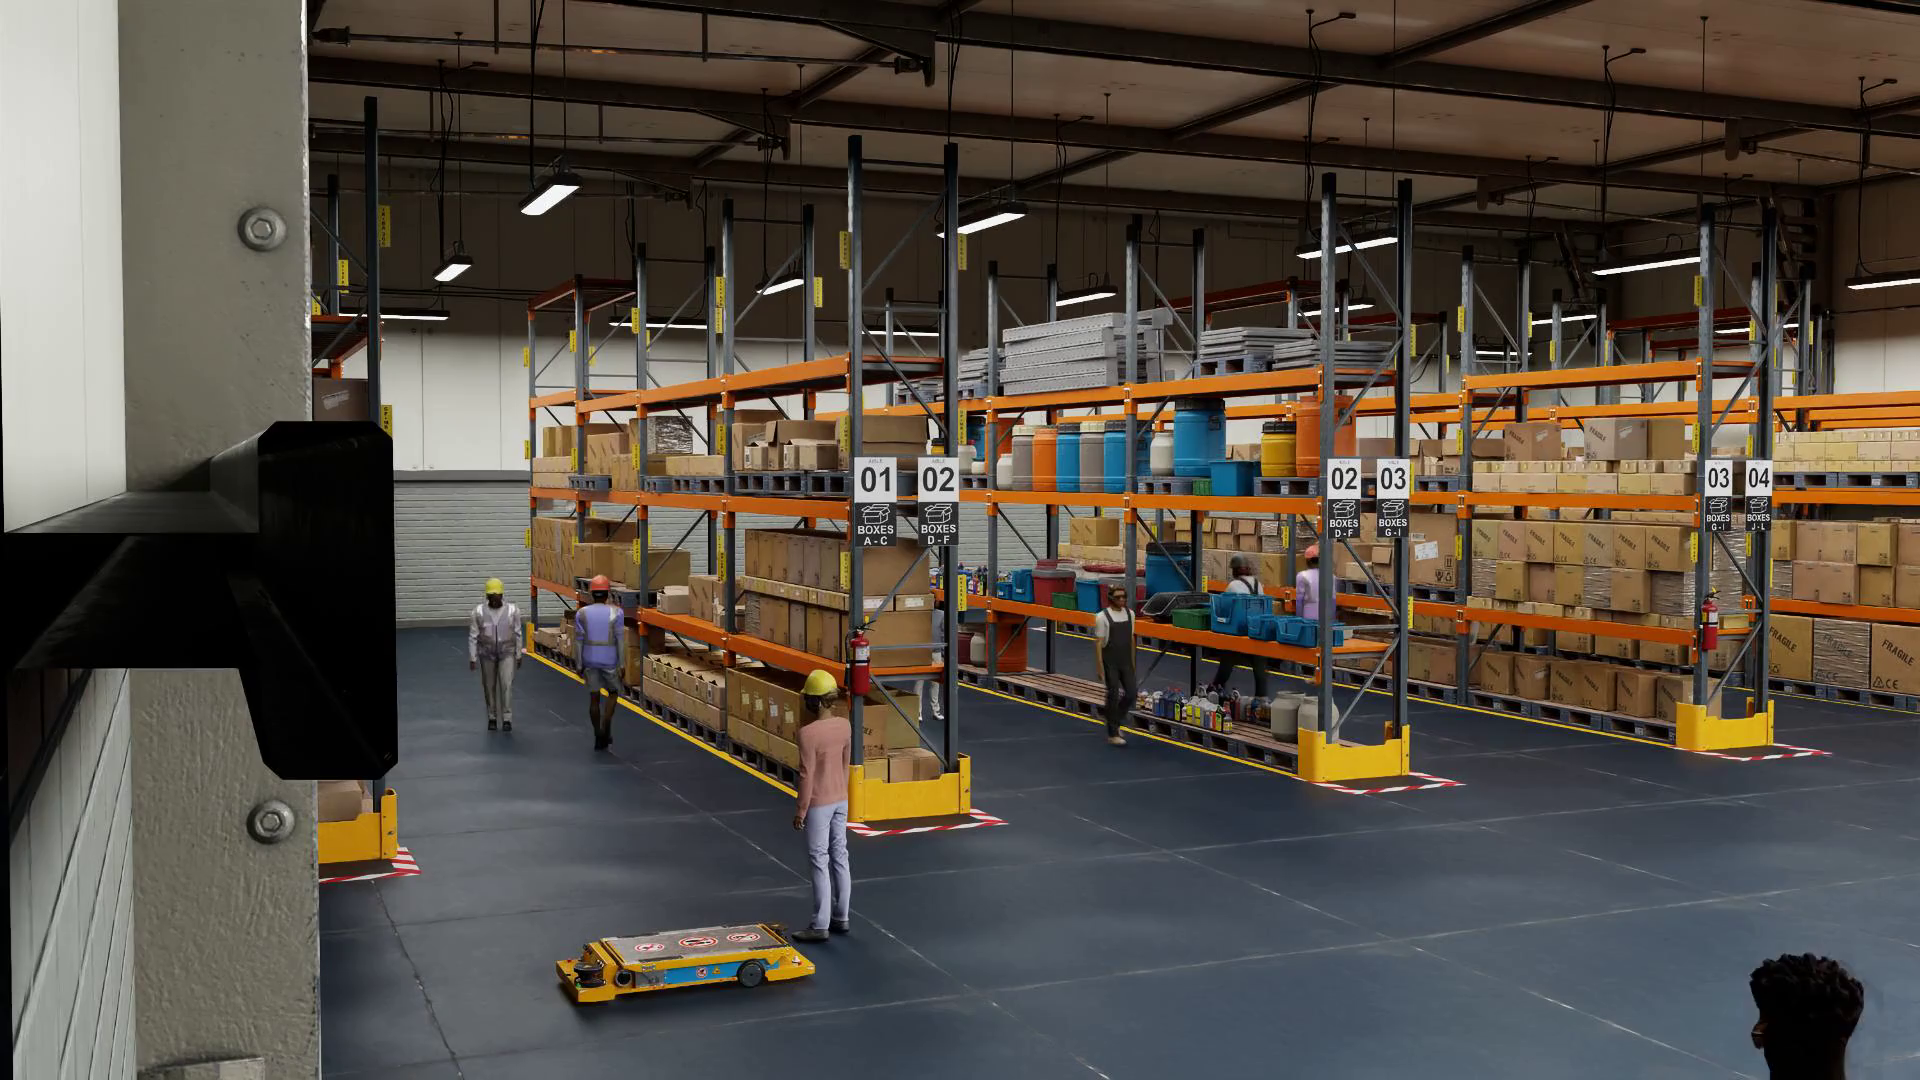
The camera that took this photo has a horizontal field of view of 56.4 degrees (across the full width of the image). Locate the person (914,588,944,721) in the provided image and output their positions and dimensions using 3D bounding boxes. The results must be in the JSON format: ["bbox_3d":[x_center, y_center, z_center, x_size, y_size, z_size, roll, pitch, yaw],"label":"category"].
[{"bbox_3d":[-0.386,1.407,22.085,0.507,1.632,0.272,-1,2,-24],"label":"person"}]

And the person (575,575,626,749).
[{"bbox_3d":[-3.981,1.347,19.876,0.571,1.923,0.398,0,2,0],"label":"person"}]

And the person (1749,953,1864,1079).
[{"bbox_3d":[1.966,1.939,4.291,0.640,1.928,0.885,-1,3,-30],"label":"person"}]

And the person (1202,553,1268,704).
[{"bbox_3d":[3.687,1.162,23.779,0.699,2.000,1.014,-2,3,-40],"label":"person"}]

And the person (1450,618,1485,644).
[{"bbox_3d":[7.864,1.103,27.651,0.613,1.815,0.425,-1,2,-15],"label":"person"}]

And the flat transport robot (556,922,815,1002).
[{"bbox_3d":[-1.658,2.531,10.816,1.431,0.197,0.652,-1,2,-23],"label":"flat transport robot"}]

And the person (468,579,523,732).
[{"bbox_3d":[-5.476,1.364,21.118,0.623,1.790,0.870,-1,2,-13],"label":"person"}]

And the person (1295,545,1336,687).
[{"bbox_3d":[5.067,1.086,25.356,0.637,2.030,0.686,-1,2,-21],"label":"person"}]

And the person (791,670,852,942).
[{"bbox_3d":[-0.908,1.735,11.783,0.304,1.772,0.525,1,3,31],"label":"person"}]

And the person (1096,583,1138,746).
[{"bbox_3d":[1.763,1.387,20.068,0.533,1.827,0.420,-1,2,-28],"label":"person"}]
